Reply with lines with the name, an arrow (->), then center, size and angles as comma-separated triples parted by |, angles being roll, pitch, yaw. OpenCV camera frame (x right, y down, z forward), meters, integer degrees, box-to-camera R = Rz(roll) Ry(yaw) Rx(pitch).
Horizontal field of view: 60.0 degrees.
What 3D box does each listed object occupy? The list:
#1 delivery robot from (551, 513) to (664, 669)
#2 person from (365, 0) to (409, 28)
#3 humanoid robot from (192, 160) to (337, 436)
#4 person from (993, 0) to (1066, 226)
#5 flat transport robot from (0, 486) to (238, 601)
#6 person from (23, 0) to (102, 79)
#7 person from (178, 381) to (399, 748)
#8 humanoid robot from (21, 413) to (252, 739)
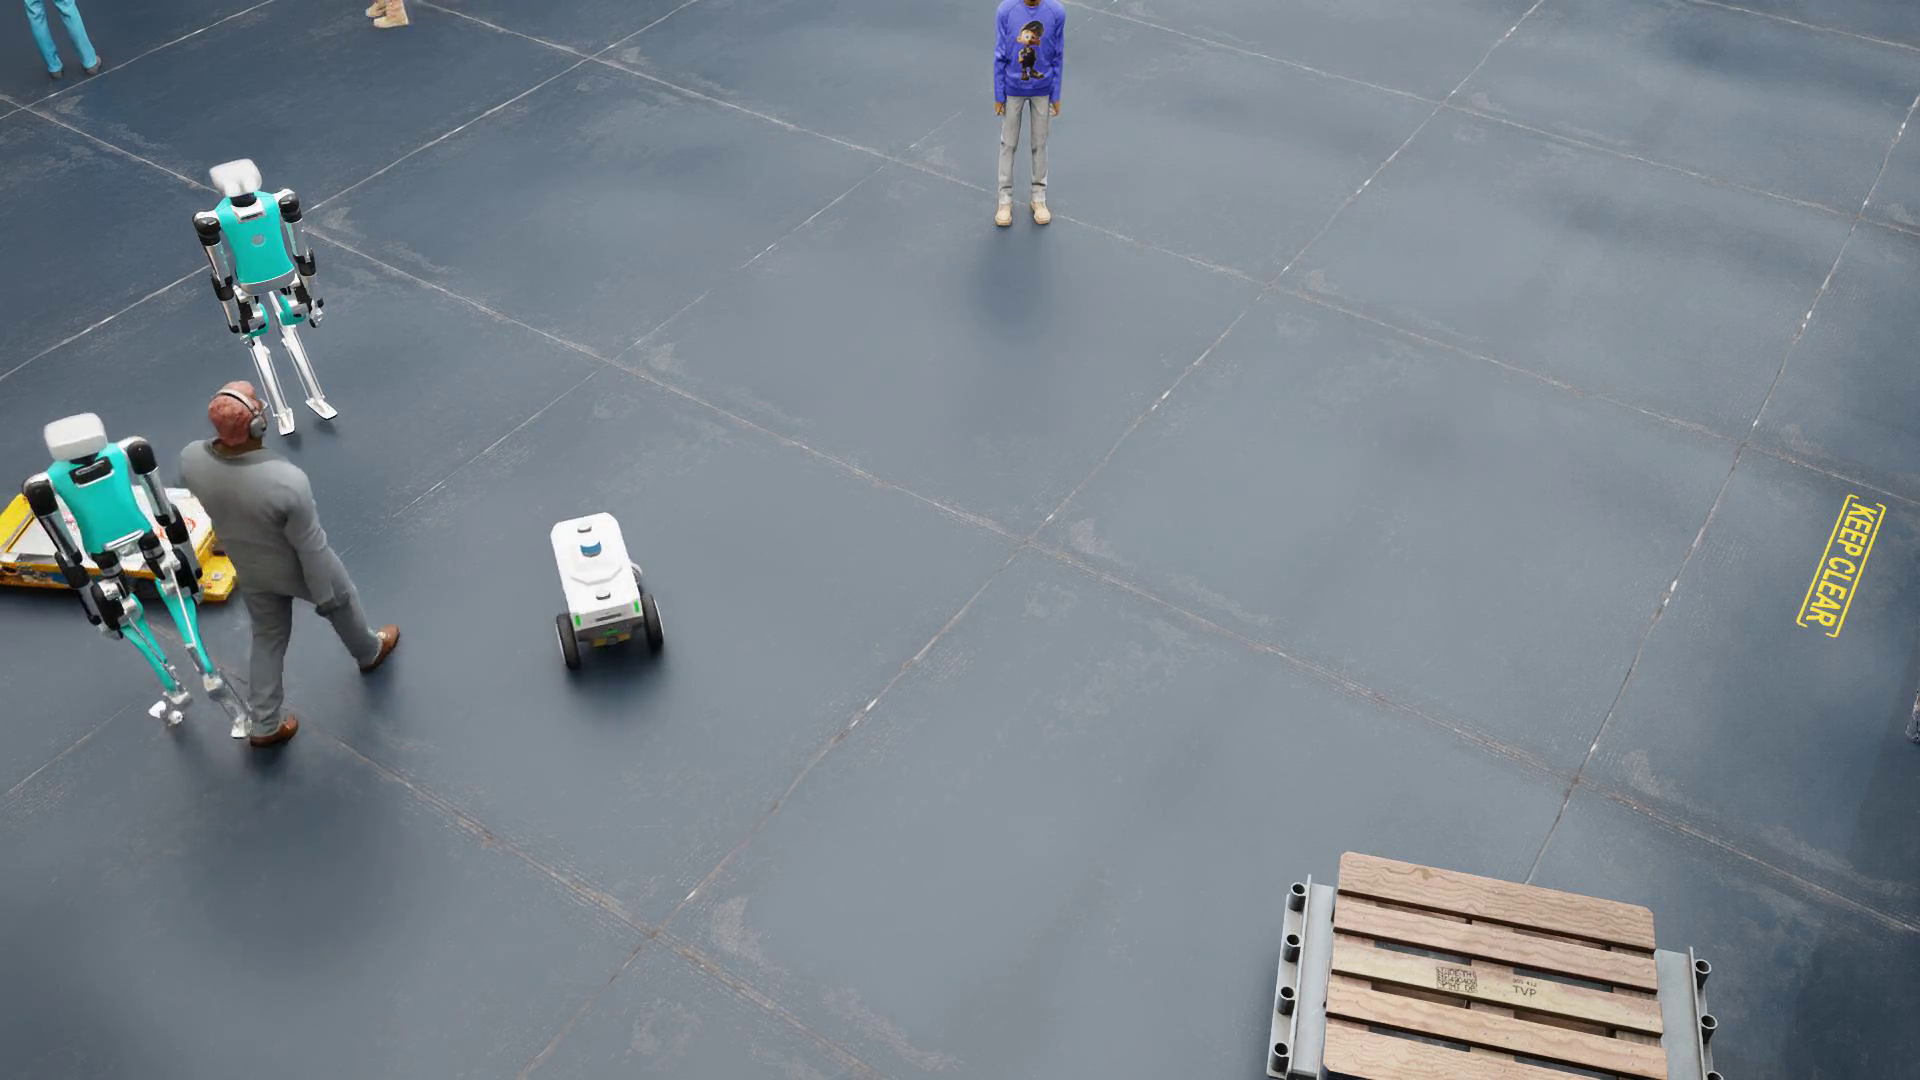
delivery robot -> -1.787, 0.246, 8.304 | 0.525, 0.614, 0.785 | -13, 43, -14
person -> -4.765, -4.924, 13.199 | 0.491, 1.718, 0.623 | -3, 42, -3
humanoid robot -> -3.822, -1.383, 9.128 | 0.533, 1.673, 0.735 | -24, 47, -25
person -> 0.445, -2.938, 10.867 | 0.460, 1.873, 0.341 | -3, 42, -3
flat transport robot -> -4.451, 0.003, 8.776 | 1.431, 0.231, 0.659 | 4, 42, 4
person -> -6.975, -4.362, 12.490 | 0.557, 1.835, 0.398 | -9, 43, -10
person -> -3.067, 0.093, 7.480 | 0.637, 1.868, 0.914 | 9, 43, 10
humanoid robot -> -3.510, 0.333, 7.324 | 0.531, 1.782, 0.873 | -31, 50, -30
